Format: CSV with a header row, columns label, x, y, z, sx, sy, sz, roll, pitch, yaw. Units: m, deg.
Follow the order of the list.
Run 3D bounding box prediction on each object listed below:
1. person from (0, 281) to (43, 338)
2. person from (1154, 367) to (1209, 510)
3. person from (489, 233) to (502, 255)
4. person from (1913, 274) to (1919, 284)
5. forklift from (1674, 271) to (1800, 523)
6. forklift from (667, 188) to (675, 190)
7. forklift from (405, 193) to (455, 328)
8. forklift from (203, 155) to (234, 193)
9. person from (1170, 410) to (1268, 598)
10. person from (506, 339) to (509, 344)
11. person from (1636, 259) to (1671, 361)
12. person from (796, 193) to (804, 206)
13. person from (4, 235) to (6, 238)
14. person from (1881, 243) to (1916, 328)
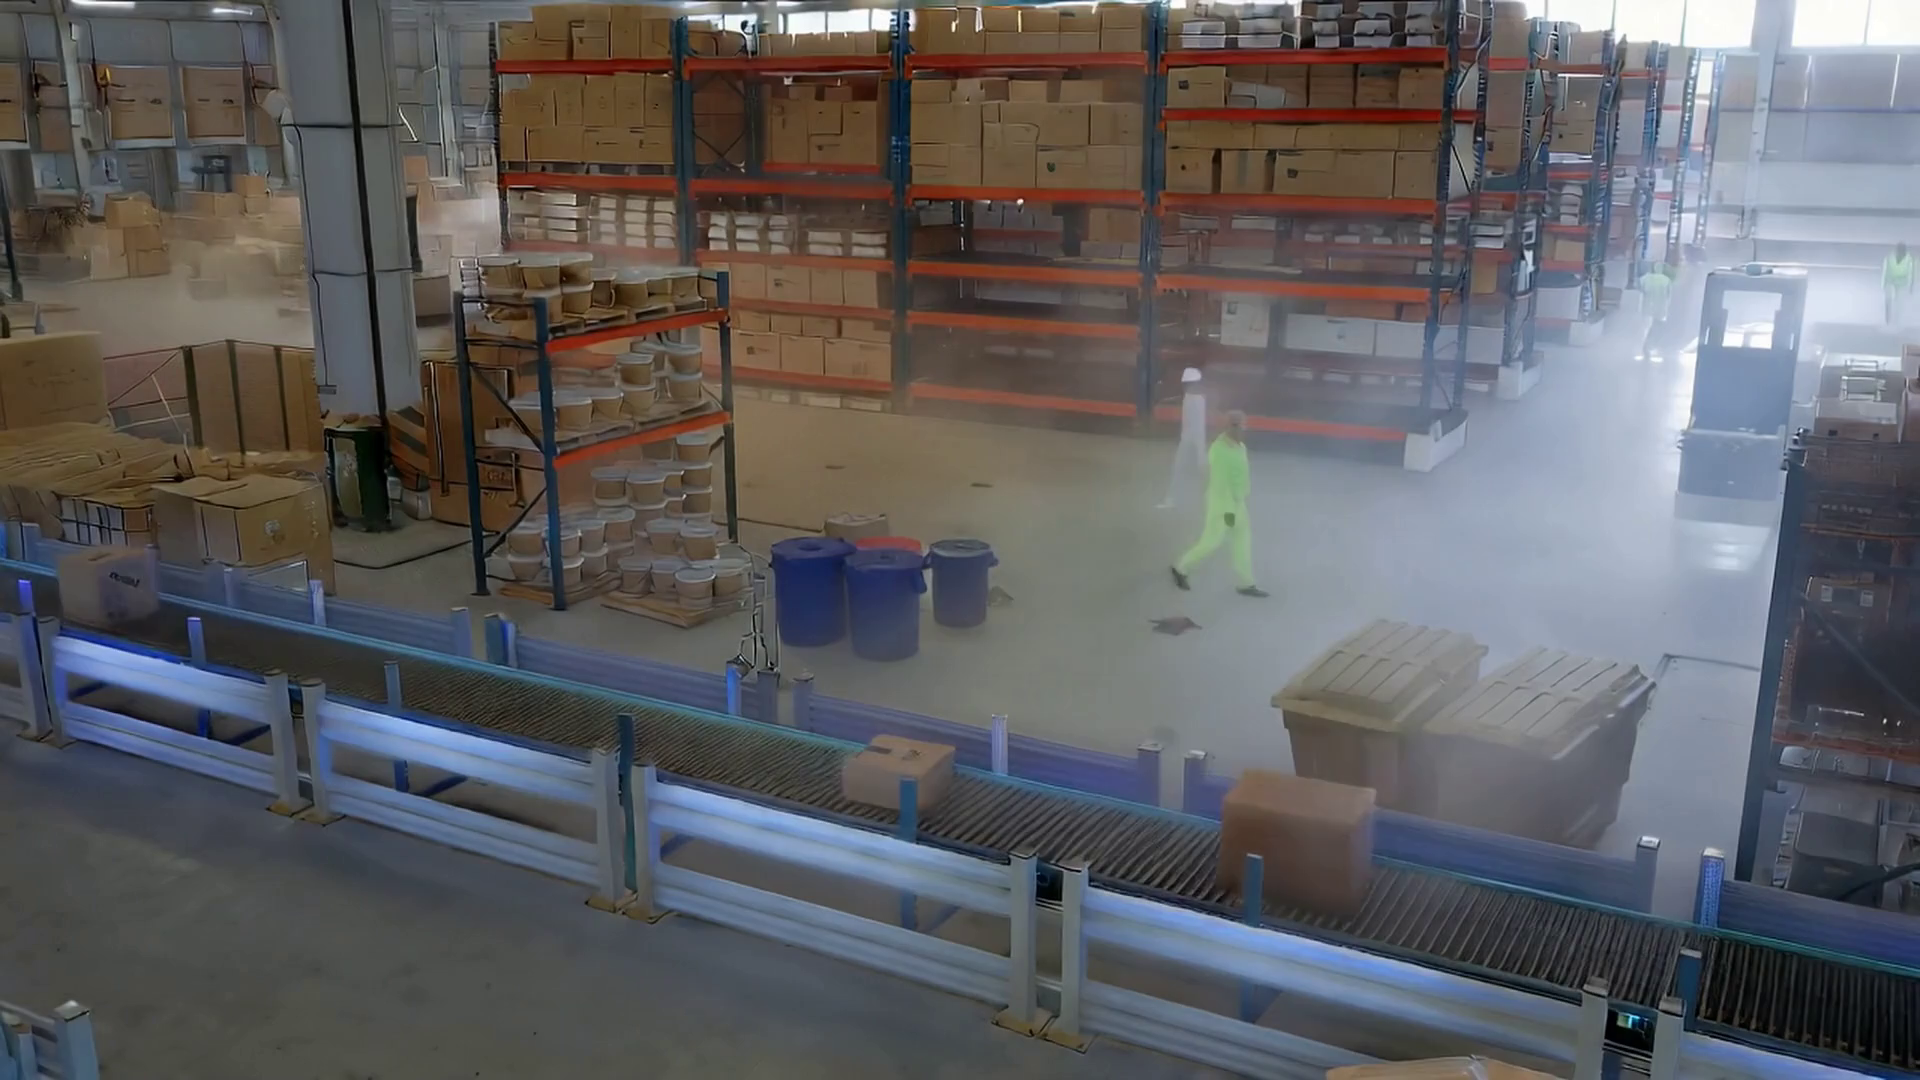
label,x,y,z,sx,sy,sz,roll,pitch,yaw
person,-15.328,-3.270,27.233,0.590,1.920,0.399,-6,16,-20
person,2.808,-1.211,19.845,0.875,1.729,0.521,-5,16,-19
person,-10.194,-5.815,36.776,0.371,1.935,0.627,-6,16,-20
person,25.743,-7.594,43.900,0.804,1.704,0.482,3,15,10
forklift,9.269,-1.763,19.726,1.129,2.768,1.873,8,17,27
forklift,-8.538,-9.197,47.675,1.129,2.768,1.873,8,17,28
forklift,-11.973,-6.001,35.658,1.873,2.768,1.129,8,17,28
forklift,-26.676,-12.494,60.067,1.129,2.768,1.873,3,15,11
person,2.581,-0.367,16.430,0.940,1.873,0.651,9,17,30
person,-9.008,-4.434,32.229,0.770,1.600,0.527,-5,16,-18
person,13.026,-4.307,31.179,0.399,1.900,0.645,-9,17,-30
person,-5.369,-11.056,56.543,0.549,1.909,0.879,3,15,12
person,-33.862,-11.596,58.538,0.611,1.913,0.449,13,19,39
person,20.205,-5.500,35.862,0.617,1.805,0.963,8,17,27
